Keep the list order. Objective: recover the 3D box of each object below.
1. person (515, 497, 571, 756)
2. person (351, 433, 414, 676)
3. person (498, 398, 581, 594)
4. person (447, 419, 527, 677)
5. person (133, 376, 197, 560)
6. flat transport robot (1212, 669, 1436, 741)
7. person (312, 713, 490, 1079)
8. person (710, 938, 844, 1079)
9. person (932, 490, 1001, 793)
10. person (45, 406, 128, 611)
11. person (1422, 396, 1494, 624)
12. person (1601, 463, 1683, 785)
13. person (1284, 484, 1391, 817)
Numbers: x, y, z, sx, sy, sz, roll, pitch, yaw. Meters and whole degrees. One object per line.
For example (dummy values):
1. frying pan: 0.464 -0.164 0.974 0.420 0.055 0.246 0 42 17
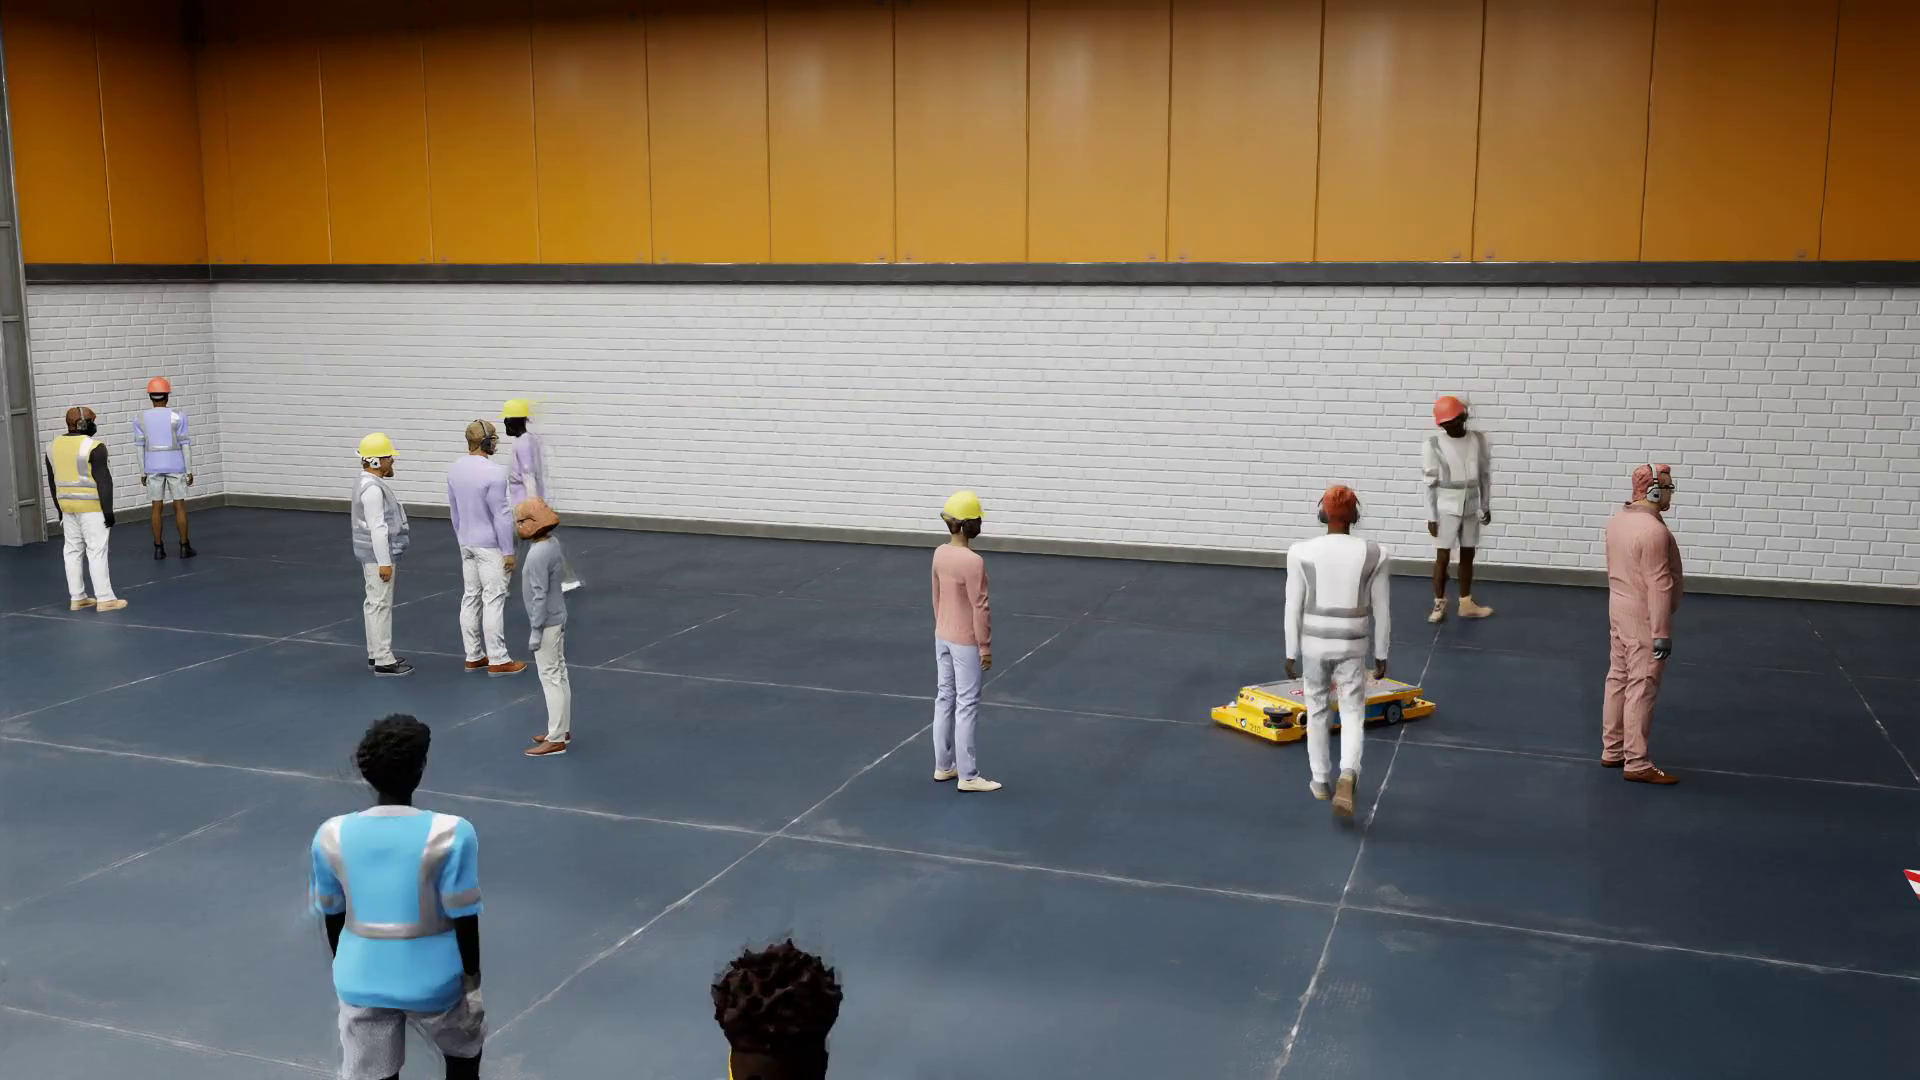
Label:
1. person: -2.626 0.539 10.481 0.288 1.633 0.499 0 9 -1
2. person: -4.363 0.107 12.549 0.403 1.833 0.586 -4 10 -26
3. person: -4.033 -0.379 15.435 1.019 1.876 0.603 -2 9 -10
4. person: -3.574 0.059 12.517 0.632 1.940 0.372 7 11 36
5. person: -8.397 -0.756 17.577 0.544 1.938 0.355 -2 9 -15
6. flat transport robot: 2.467 1.098 11.232 1.431 0.197 0.652 -5 11 -30
7. person: -1.720 1.361 5.218 0.550 1.672 0.618 0 9 2
8. person: -0.334 1.630 2.891 0.611 1.895 1.027 1 9 5
9. person: 0.021 0.590 9.750 0.304 1.772 0.525 -6 11 -32
10. person: -7.834 -0.275 14.908 0.624 1.841 0.430 3 10 18
11. person: 4.348 -0.255 14.347 0.798 1.994 0.434 -2 9 -13
12. person: 4.094 0.490 9.947 0.410 1.909 0.643 0 9 -2
13. person: 2.112 0.615 9.329 0.585 1.859 0.806 2 9 9
